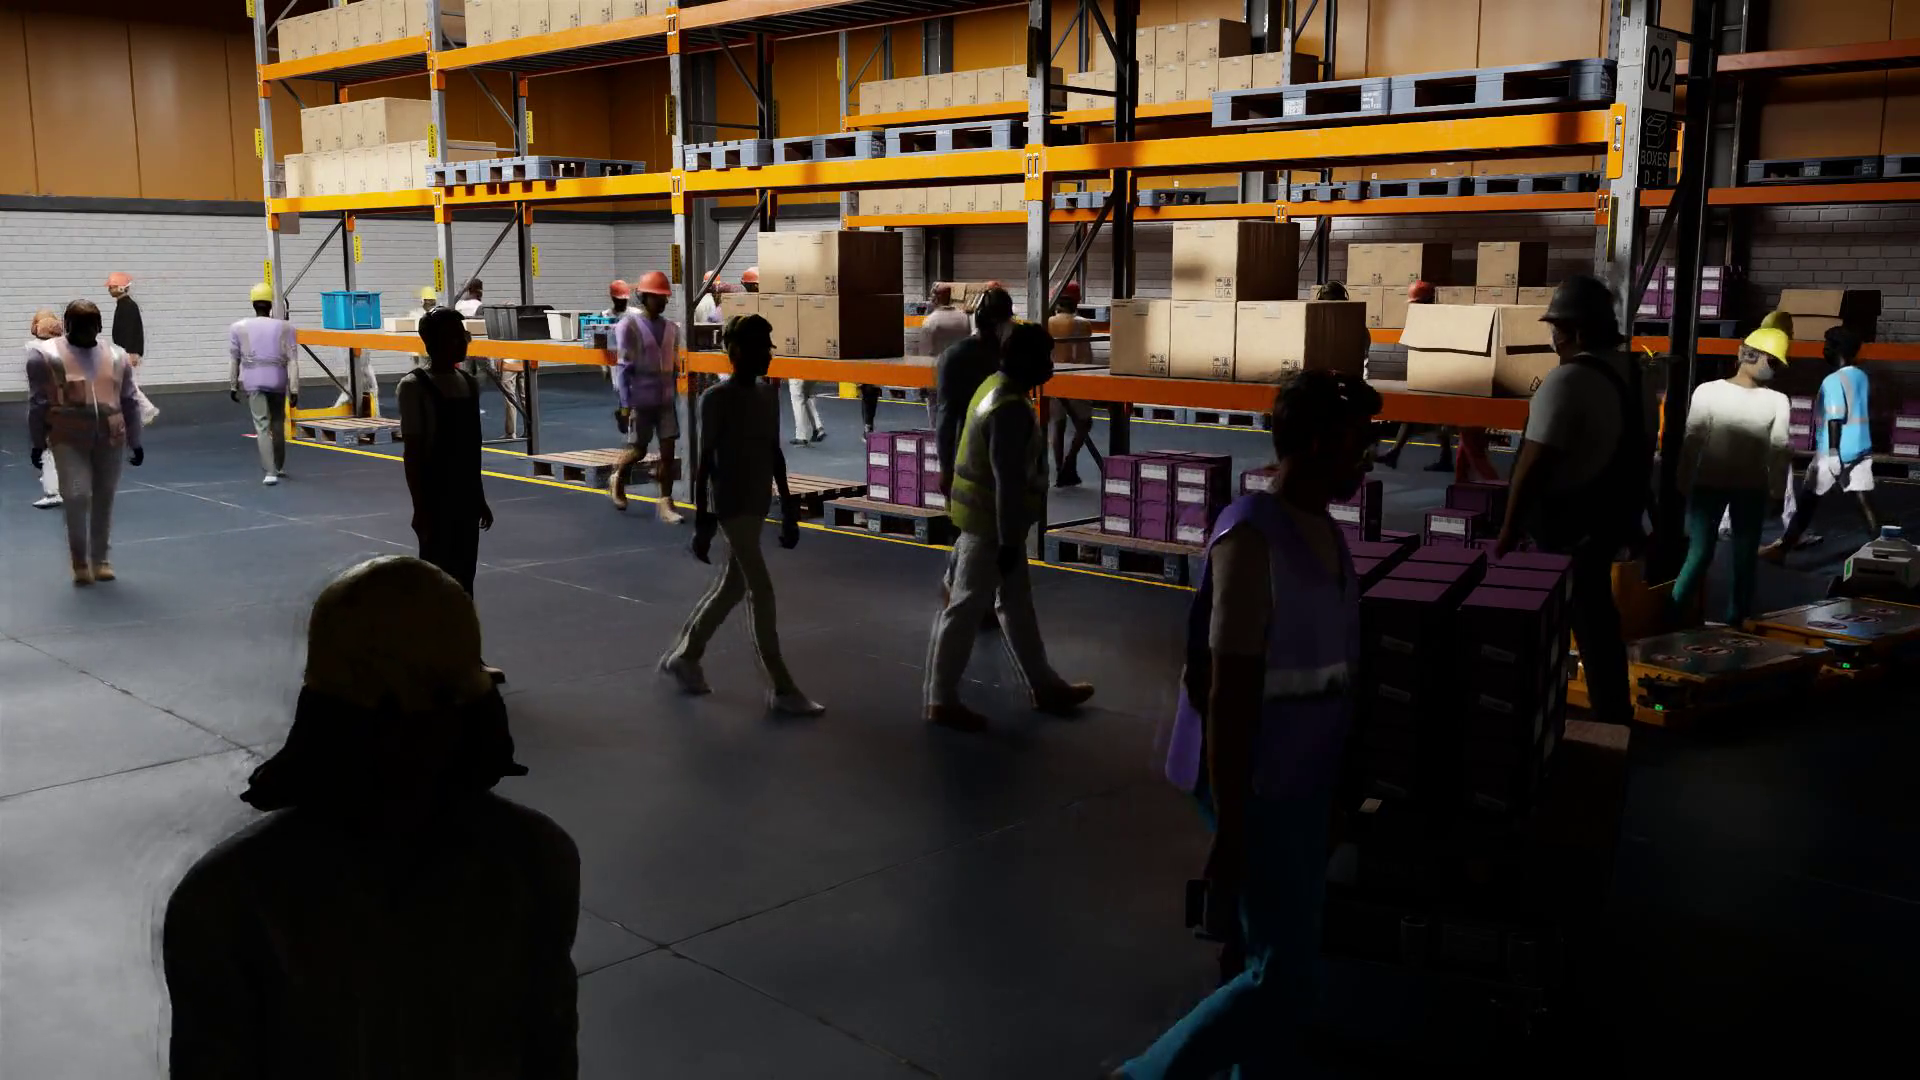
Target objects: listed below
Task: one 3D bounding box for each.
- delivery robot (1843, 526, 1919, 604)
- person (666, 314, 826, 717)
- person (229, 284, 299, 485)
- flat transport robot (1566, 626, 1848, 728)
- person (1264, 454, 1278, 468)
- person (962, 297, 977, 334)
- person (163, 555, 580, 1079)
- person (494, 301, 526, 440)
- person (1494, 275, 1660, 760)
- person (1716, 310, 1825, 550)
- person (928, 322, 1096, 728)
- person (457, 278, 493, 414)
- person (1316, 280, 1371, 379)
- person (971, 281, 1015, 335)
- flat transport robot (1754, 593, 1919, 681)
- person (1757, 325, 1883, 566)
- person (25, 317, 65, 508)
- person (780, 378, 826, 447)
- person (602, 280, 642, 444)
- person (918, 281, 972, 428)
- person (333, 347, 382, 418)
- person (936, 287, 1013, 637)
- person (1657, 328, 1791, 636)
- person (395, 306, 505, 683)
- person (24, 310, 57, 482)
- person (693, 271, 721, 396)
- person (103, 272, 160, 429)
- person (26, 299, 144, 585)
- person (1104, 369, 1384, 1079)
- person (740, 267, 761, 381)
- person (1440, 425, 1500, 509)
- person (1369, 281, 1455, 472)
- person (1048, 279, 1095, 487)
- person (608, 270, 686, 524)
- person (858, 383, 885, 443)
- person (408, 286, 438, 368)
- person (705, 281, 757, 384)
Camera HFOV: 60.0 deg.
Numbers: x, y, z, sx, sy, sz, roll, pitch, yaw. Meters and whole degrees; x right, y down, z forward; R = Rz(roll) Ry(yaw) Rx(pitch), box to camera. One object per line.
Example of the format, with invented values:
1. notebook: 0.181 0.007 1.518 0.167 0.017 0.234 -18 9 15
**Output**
1. delivery robot: 5.289 0.161 9.479 0.477 0.478 0.707 7 12 38
2. person: -1.028 -0.132 7.703 0.951 1.824 0.557 5 11 30
3. person: -6.604 -1.479 15.805 0.594 1.873 1.004 -5 11 -30
4. flat transport robot: 3.470 0.620 7.822 1.431 0.197 0.652 -6 11 -33
5. person: 2.807 -1.166 14.445 0.480 1.682 0.544 -2 9 -11
6. person: 0.160 -2.585 23.331 0.497 1.626 0.282 -4 10 -23
7. person: -0.704 0.843 2.064 0.485 1.705 0.860 -5 11 -29
8. person: -5.287 -1.998 19.688 0.309 1.641 0.513 8 12 39
9. person: 2.522 -0.140 7.072 0.707 2.000 0.990 -8 12 -40
10. person: 5.838 -0.783 12.011 0.532 1.719 0.896 -3 10 -17
11. person: 0.222 -0.059 7.394 0.795 1.792 0.649 0 9 -2
12. person: -6.766 -2.682 23.121 0.600 1.892 0.444 7 12 38
13. person: 2.775 -0.986 12.571 0.635 1.936 0.353 0 9 -2
14. person: 0.379 -2.309 20.881 0.604 1.870 0.494 -5 11 -29
15. flat transport robot: 4.675 0.488 8.633 1.431 0.197 0.652 -7 11 -36
16. person: 5.825 -0.599 11.072 0.545 1.640 0.896 -7 11 -36
17. person: -7.679 -1.082 14.145 0.411 1.610 0.539 3 10 20
18. person: -1.803 -1.955 18.885 0.417 1.817 0.606 8 12 39
19. person: -3.942 -2.075 19.379 0.605 1.900 0.742 -6 11 -31
20. person: -0.184 -1.607 16.490 0.427 1.895 0.667 8 12 41
21. person: -7.723 -2.229 21.218 0.513 1.603 0.807 7 12 38
22. person: 0.144 -0.422 9.150 0.651 1.923 0.459 -8 12 -40
23. person: 4.041 -0.254 8.789 0.638 1.709 0.379 1 9 7
24. person: -2.440 -0.187 7.957 0.345 1.847 0.506 4 10 22
25. person: -8.625 -1.364 15.825 0.268 1.631 0.507 5 11 30
26. person: -3.274 -2.569 22.098 0.611 1.996 0.379 1 9 9
27. person: -10.519 -2.384 20.994 0.436 1.980 0.649 -6 11 -34
28. person: -5.569 -0.622 10.677 0.542 1.825 0.662 8 13 42
29. person: 0.648 0.547 3.538 0.447 1.813 0.624 6 11 32
30. person: -2.407 -2.171 19.518 0.374 2.044 0.605 4 10 23
31. person: 4.162 -0.991 13.338 0.535 1.729 0.881 -6 11 -34
32. person: 4.520 -1.610 16.546 0.947 1.886 0.567 2 9 11
33. person: 0.996 -1.445 15.400 0.571 1.926 0.390 6 11 34
34. person: -2.519 -1.144 13.298 0.762 2.021 0.620 9 13 44
35. person: -0.981 -2.083 19.307 0.635 1.937 0.780 -6 11 -32
36. person: -7.489 -2.666 23.371 0.940 1.788 0.607 9 13 43
37. person: -2.579 -1.945 18.608 0.443 1.885 0.673 9 13 43
